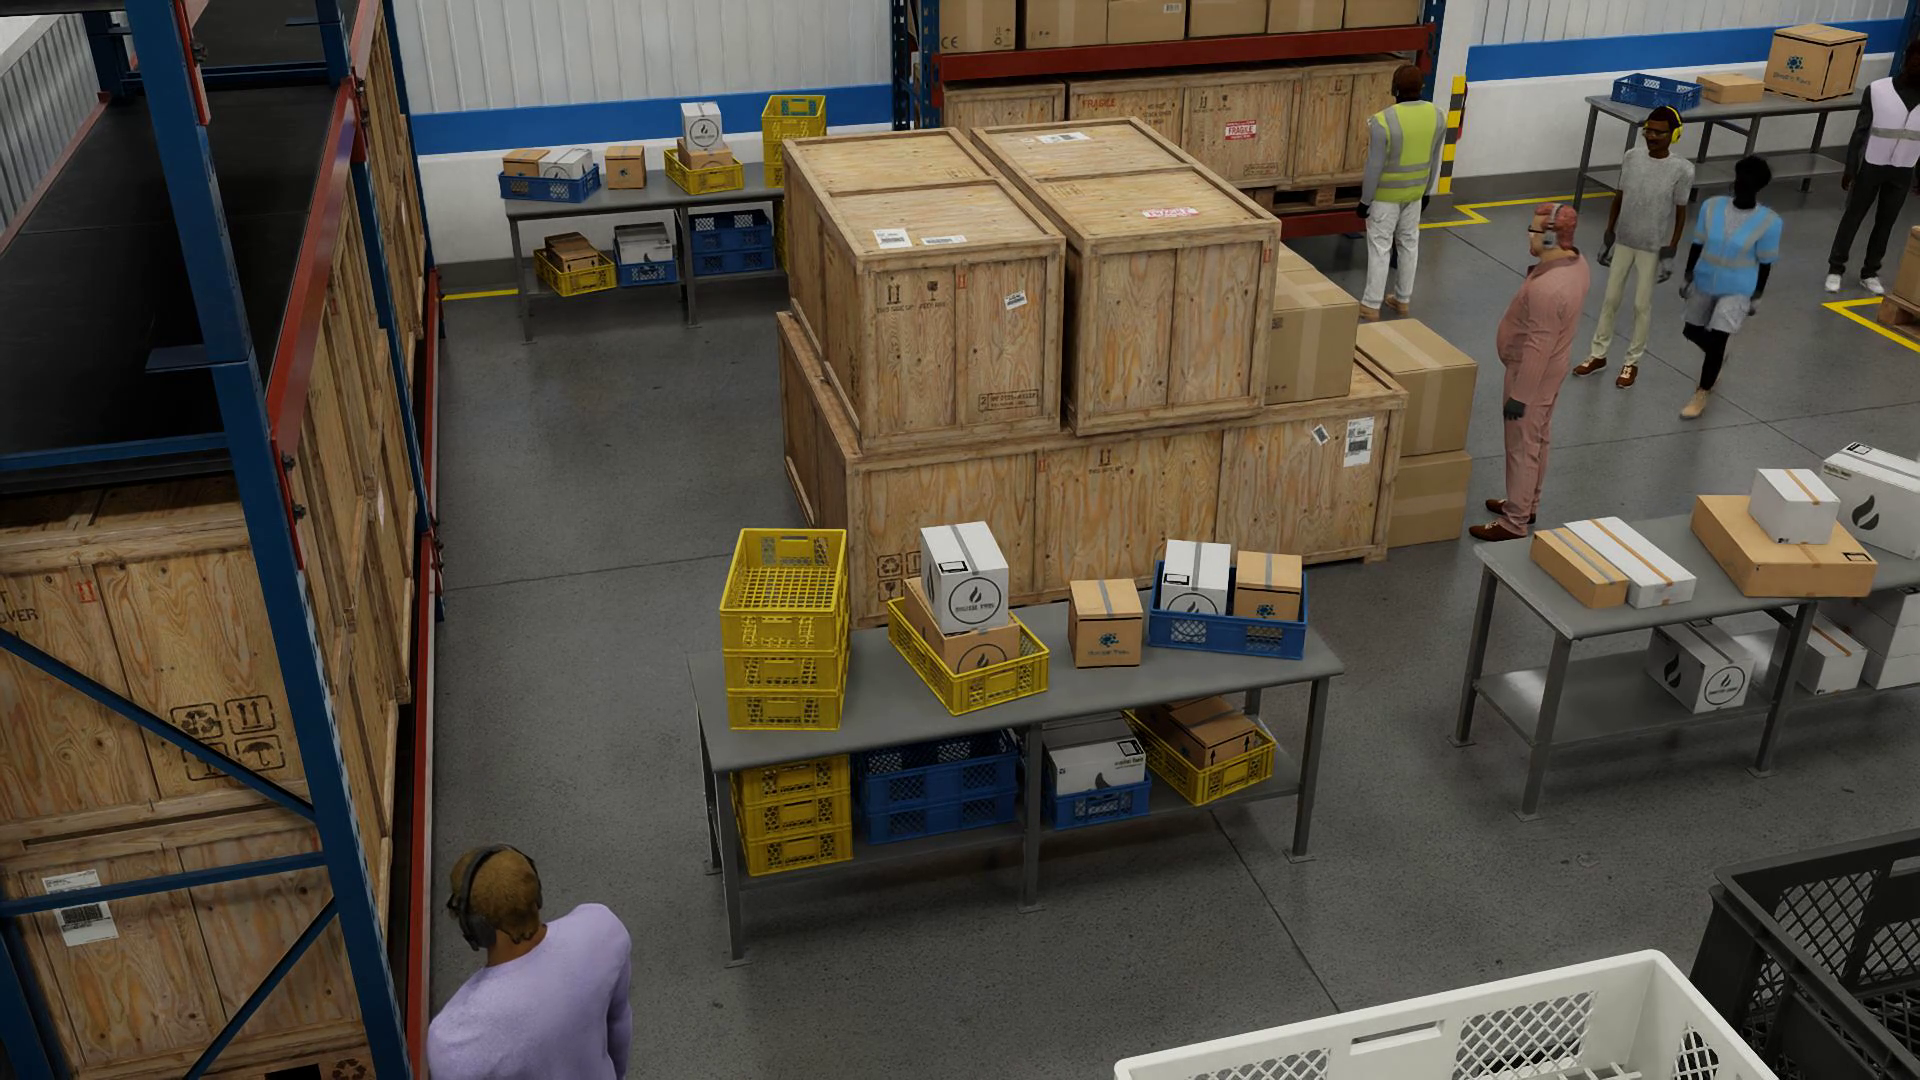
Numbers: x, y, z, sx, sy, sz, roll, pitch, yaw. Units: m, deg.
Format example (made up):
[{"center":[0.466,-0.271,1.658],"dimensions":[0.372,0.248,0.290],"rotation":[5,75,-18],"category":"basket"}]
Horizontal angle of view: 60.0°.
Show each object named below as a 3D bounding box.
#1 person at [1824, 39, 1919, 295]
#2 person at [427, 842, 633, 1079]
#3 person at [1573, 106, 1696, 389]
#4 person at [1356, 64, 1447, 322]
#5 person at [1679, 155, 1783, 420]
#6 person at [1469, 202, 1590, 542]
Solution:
[{"center":[6.942,-2.794,12.468],"dimensions":[0.597,1.914,0.372],"rotation":[5,29,9],"category":"person"},{"center":[-1.111,1.602,4.470],"dimensions":[0.373,1.936,0.629],"rotation":[17,33,27],"category":"person"},{"center":[4.458,-1.923,10.932],"dimensions":[0.330,1.874,0.518],"rotation":[-25,37,-38],"category":"person"},{"center":[3.139,-2.502,12.015],"dimensions":[0.633,1.840,0.429],"rotation":[-12,31,-21],"category":"person"},{"center":[4.884,-1.636,10.599],"dimensions":[0.603,1.680,0.535],"rotation":[-22,36,-34],"category":"person"},{"center":[3.094,-0.898,9.038],"dimensions":[0.404,1.904,0.652],"rotation":[16,33,27],"category":"person"}]
